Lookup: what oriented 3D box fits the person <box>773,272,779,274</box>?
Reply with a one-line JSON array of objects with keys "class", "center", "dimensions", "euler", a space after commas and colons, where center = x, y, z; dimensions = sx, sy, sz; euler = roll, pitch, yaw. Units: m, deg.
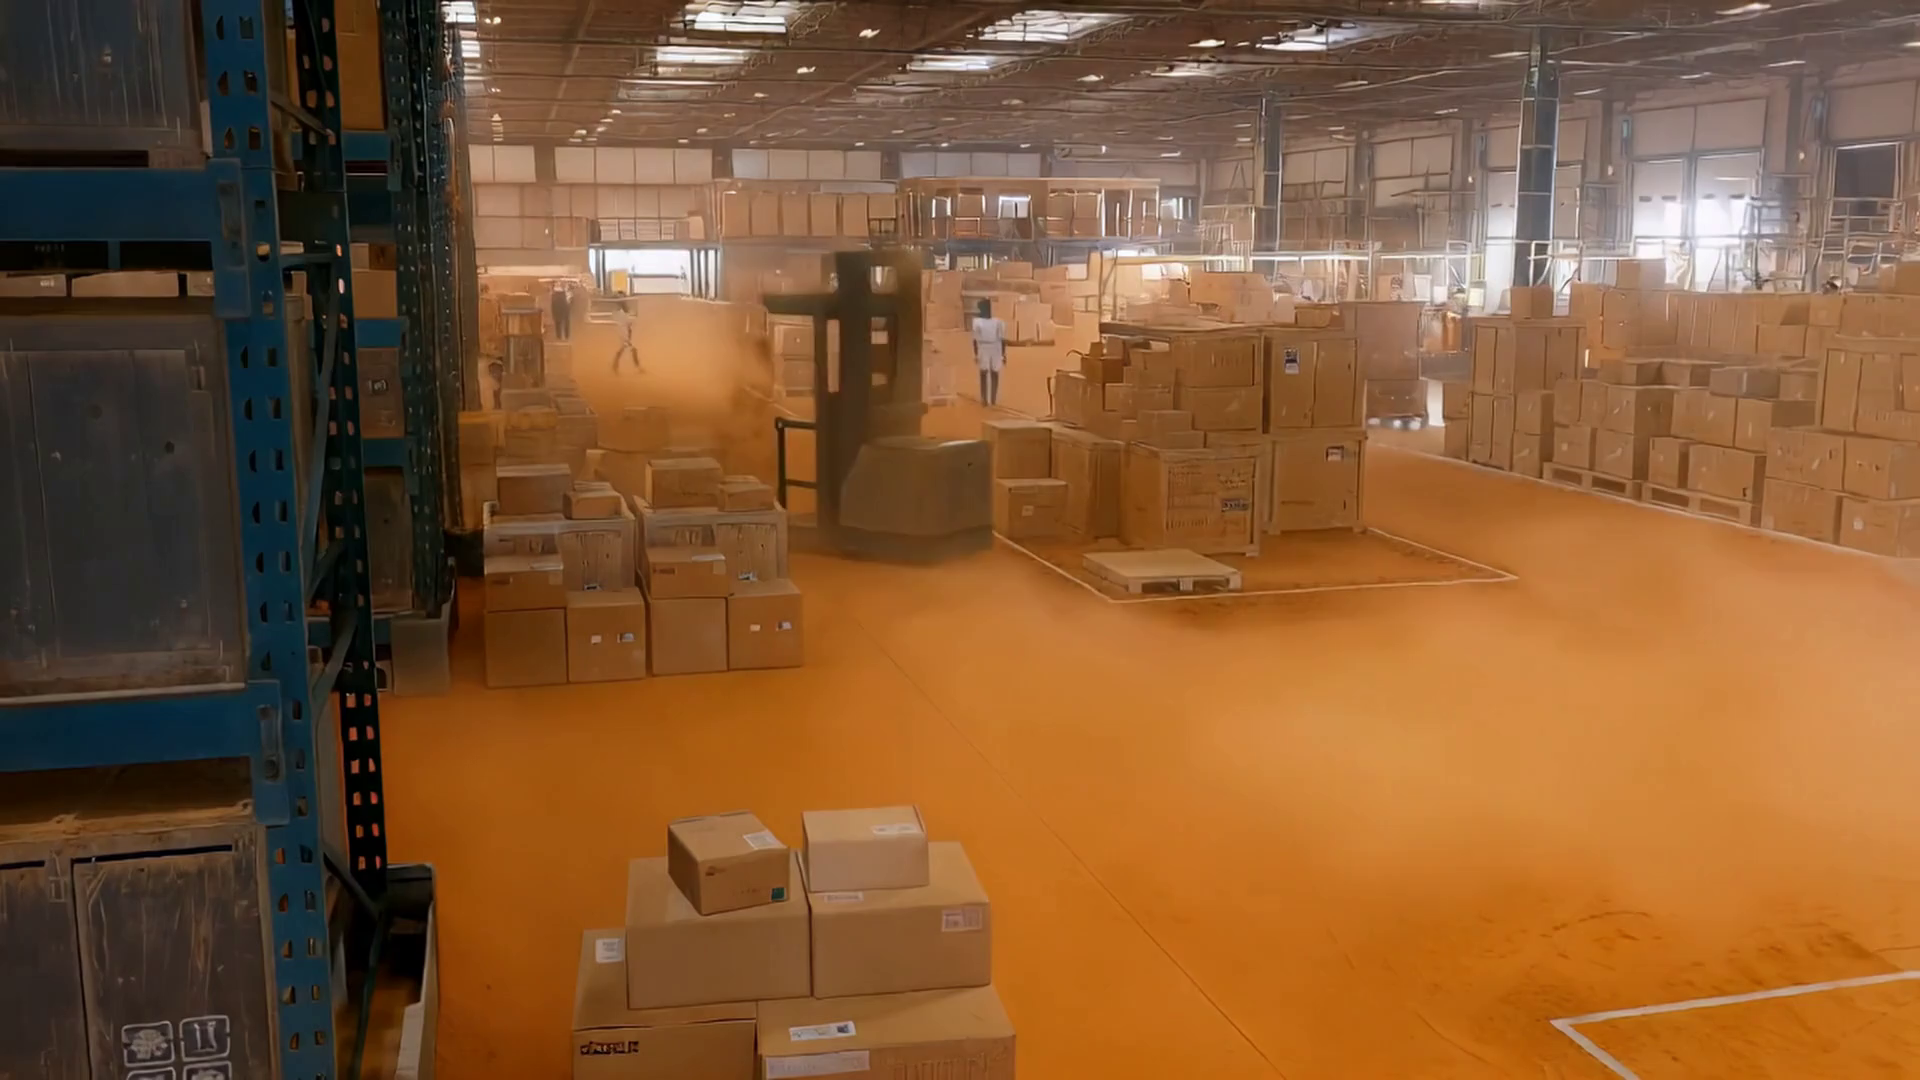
[{"class": "person", "center": [-7.270, -9.615, 65.524], "dimensions": [0.500, 1.861, 0.328], "euler": [9, 13, 41]}]

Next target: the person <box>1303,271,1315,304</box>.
[{"class": "person", "center": [13.242, -9.263, 63.263], "dimensions": [0.603, 1.949, 0.389], "euler": [-7, 12, -36]}]

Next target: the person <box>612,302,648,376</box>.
[{"class": "person", "center": [-7.383, -4.446, 36.845], "dimensions": [0.535, 1.640, 0.892], "euler": [9, 13, 41]}]

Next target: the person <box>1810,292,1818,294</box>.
[{"class": "person", "center": [18.110, -4.320, 35.380], "dimensions": [0.646, 1.915, 0.813], "euler": [-1, 10, -6]}]

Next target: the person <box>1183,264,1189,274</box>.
[{"class": "person", "center": [11.556, -13.045, 84.566], "dimensions": [0.613, 1.988, 0.398], "euler": [-6, 12, -32]}]

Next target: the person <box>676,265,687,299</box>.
[{"class": "person", "center": [-15.084, -13.977, 90.279], "dimensions": [0.586, 1.845, 0.975], "euler": [-2, 10, -14]}]

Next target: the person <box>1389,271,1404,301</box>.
[{"class": "person", "center": [17.480, -9.832, 66.648], "dimensions": [0.549, 1.898, 0.754], "euler": [3, 10, 16]}]

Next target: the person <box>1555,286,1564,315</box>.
[{"class": "person", "center": [17.635, -6.627, 49.042], "dimensions": [0.318, 1.700, 0.535], "euler": [-1, 10, -6]}]

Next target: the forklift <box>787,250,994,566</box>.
[{"class": "forklift", "center": [-0.702, -1.278, 15.408], "dimensions": [1.873, 2.768, 1.129], "euler": [7, 12, 36]}]

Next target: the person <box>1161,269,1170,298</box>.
[{"class": "person", "center": [8.699, -10.532, 70.474], "dimensions": [0.379, 1.940, 0.629], "euler": [-1, 10, -6]}]

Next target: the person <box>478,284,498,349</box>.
[{"class": "person", "center": [-13.185, -6.228, 46.437], "dimensions": [0.611, 1.820, 0.515], "euler": [5, 11, 26]}]

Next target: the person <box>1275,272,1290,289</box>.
[{"class": "person", "center": [11.910, -8.961, 61.652], "dimensions": [0.622, 1.908, 0.534], "euler": [-4, 11, -23]}]

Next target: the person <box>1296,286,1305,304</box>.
[{"class": "person", "center": [9.661, -6.338, 47.242], "dimensions": [0.324, 1.760, 0.523], "euler": [1, 10, 7]}]

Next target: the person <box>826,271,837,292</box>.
[{"class": "person", "center": [-4.437, -8.285, 57.502], "dimensions": [0.401, 2.035, 0.601], "euler": [0, 10, 3]}]

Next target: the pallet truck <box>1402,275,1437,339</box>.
[{"class": "pallet truck", "center": [14.620, -7.324, 52.145], "dimensions": [0.823, 1.965, 1.885], "euler": [8, 13, 40]}]

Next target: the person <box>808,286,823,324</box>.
[{"class": "person", "center": [-3.379, -5.050, 39.435], "dimensions": [0.373, 1.939, 0.545], "euler": [7, 12, 33]}]

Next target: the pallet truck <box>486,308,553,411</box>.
[{"class": "pallet truck", "center": [-6.242, -2.418, 24.362], "dimensions": [0.823, 1.965, 1.885], "euler": [1, 10, 3]}]

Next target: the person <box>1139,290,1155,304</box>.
[{"class": "person", "center": [4.128, -4.665, 37.337], "dimensions": [0.400, 1.904, 0.576], "euler": [-4, 11, -21]}]

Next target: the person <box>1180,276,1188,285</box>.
[{"class": "person", "center": [7.276, -7.729, 54.669], "dimensions": [0.395, 1.919, 0.614], "euler": [4, 11, 20]}]

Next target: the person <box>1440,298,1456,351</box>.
[{"class": "person", "center": [10.009, -4.068, 34.271], "dimensions": [0.412, 1.806, 0.678], "euler": [2, 10, 9]}]

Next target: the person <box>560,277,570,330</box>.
[{"class": "person", "center": [-13.523, -8.034, 56.645], "dimensions": [0.496, 1.832, 0.883], "euler": [-3, 10, -14]}]

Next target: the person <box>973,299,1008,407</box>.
[{"class": "person", "center": [0.539, -3.311, 29.612], "dimensions": [0.652, 1.920, 0.885], "euler": [1, 10, 5]}]

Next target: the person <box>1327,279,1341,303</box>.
[{"class": "person", "center": [13.494, -8.586, 60.116], "dimensions": [0.524, 1.700, 0.876], "euler": [-3, 11, -19]}]

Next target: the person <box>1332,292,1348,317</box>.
[{"class": "person", "center": [7.927, -4.202, 34.690], "dimensions": [0.391, 1.920, 0.587], "euler": [-4, 11, -22]}]

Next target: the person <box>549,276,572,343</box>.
[{"class": "person", "center": [-11.829, -6.847, 49.319], "dimensions": [0.683, 2.000, 0.982], "euler": [-1, 10, -5]}]
